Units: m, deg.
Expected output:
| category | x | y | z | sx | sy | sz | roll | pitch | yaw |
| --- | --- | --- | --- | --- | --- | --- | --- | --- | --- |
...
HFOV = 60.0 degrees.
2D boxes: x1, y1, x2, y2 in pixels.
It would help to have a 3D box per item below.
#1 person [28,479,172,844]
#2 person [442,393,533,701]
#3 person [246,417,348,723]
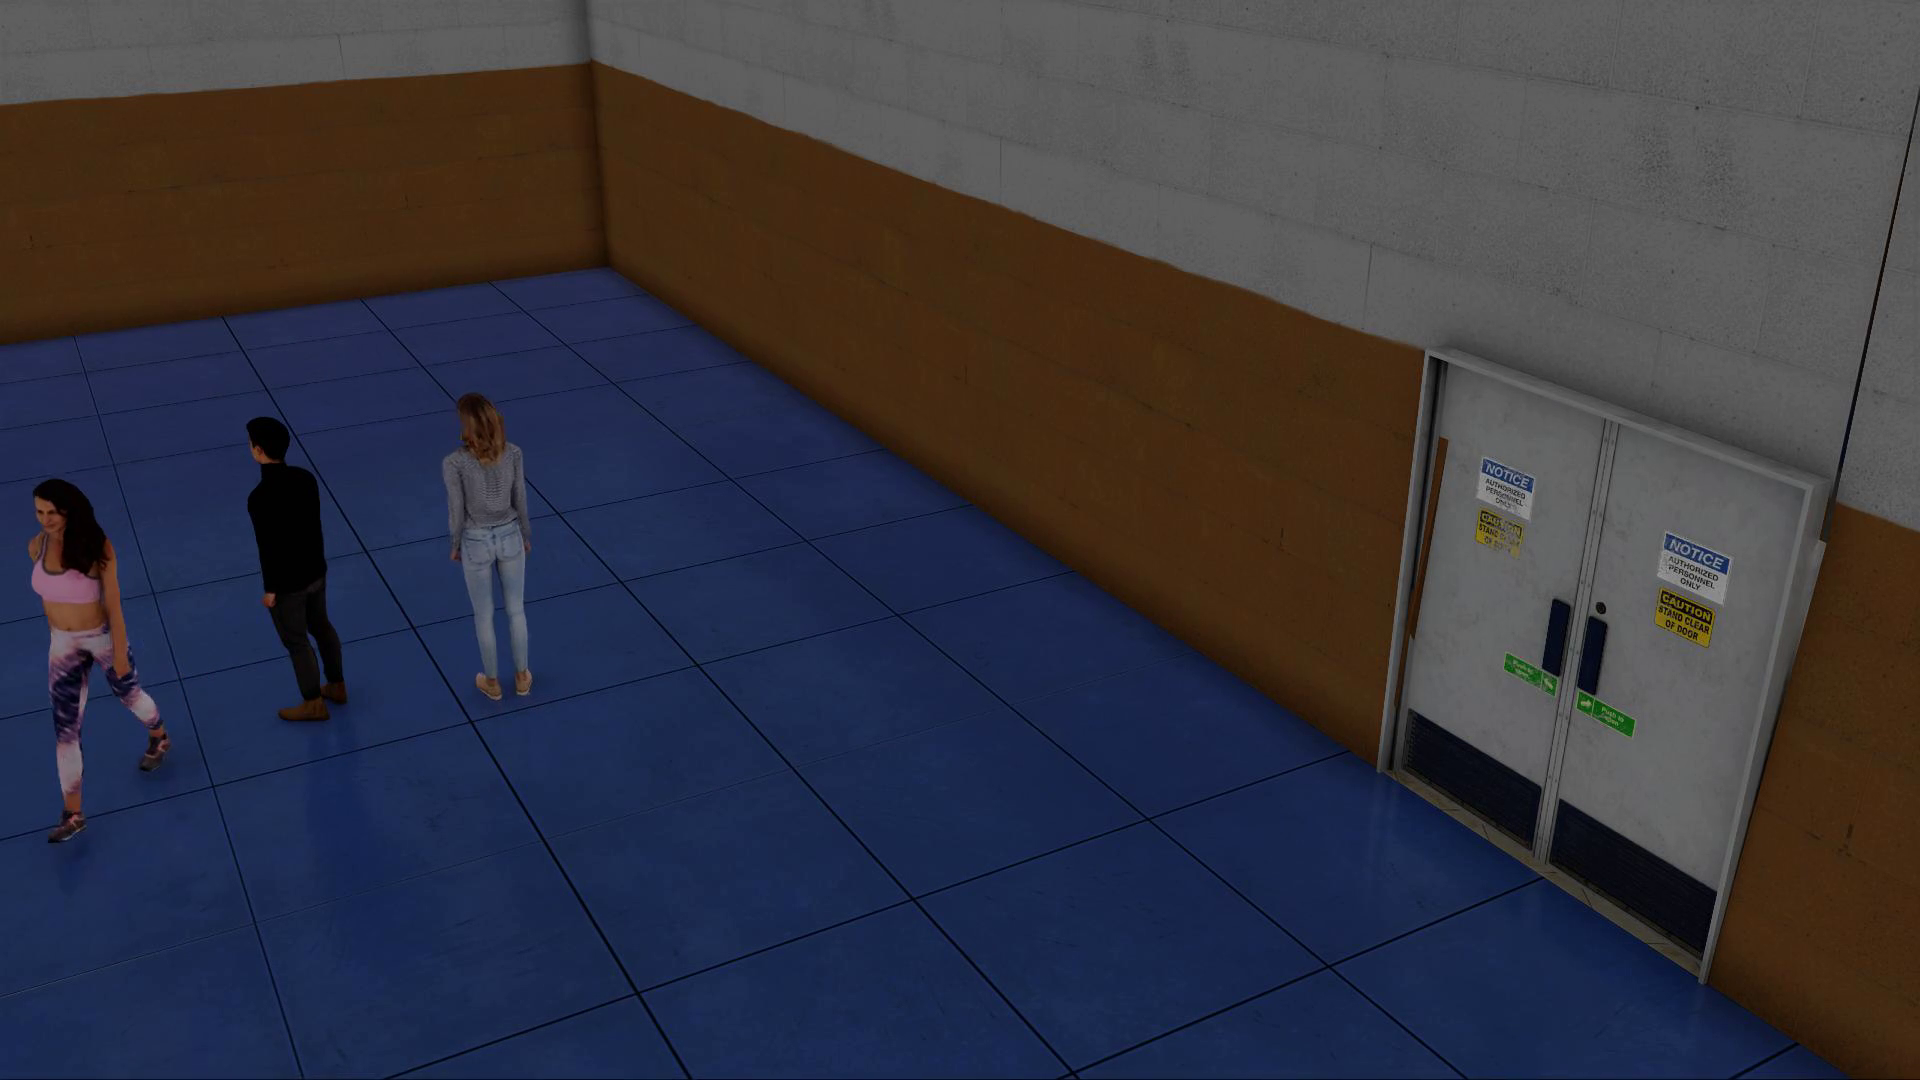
| category | x | y | z | sx | sy | sz | roll | pitch | yaw |
| --- | --- | --- | --- | --- | --- | --- | --- | --- | --- |
| person | -4.213 | 0.510 | 8.179 | 1.217 | 1.712 | 1.075 | 0 | 24 | 1 |
| person | -2.583 | 0.037 | 9.154 | 0.484 | 1.797 | 0.651 | -11 | 26 | -23 |
| person | -3.596 | 0.159 | 8.968 | 0.768 | 1.722 | 0.703 | 7 | 24 | 15 |
